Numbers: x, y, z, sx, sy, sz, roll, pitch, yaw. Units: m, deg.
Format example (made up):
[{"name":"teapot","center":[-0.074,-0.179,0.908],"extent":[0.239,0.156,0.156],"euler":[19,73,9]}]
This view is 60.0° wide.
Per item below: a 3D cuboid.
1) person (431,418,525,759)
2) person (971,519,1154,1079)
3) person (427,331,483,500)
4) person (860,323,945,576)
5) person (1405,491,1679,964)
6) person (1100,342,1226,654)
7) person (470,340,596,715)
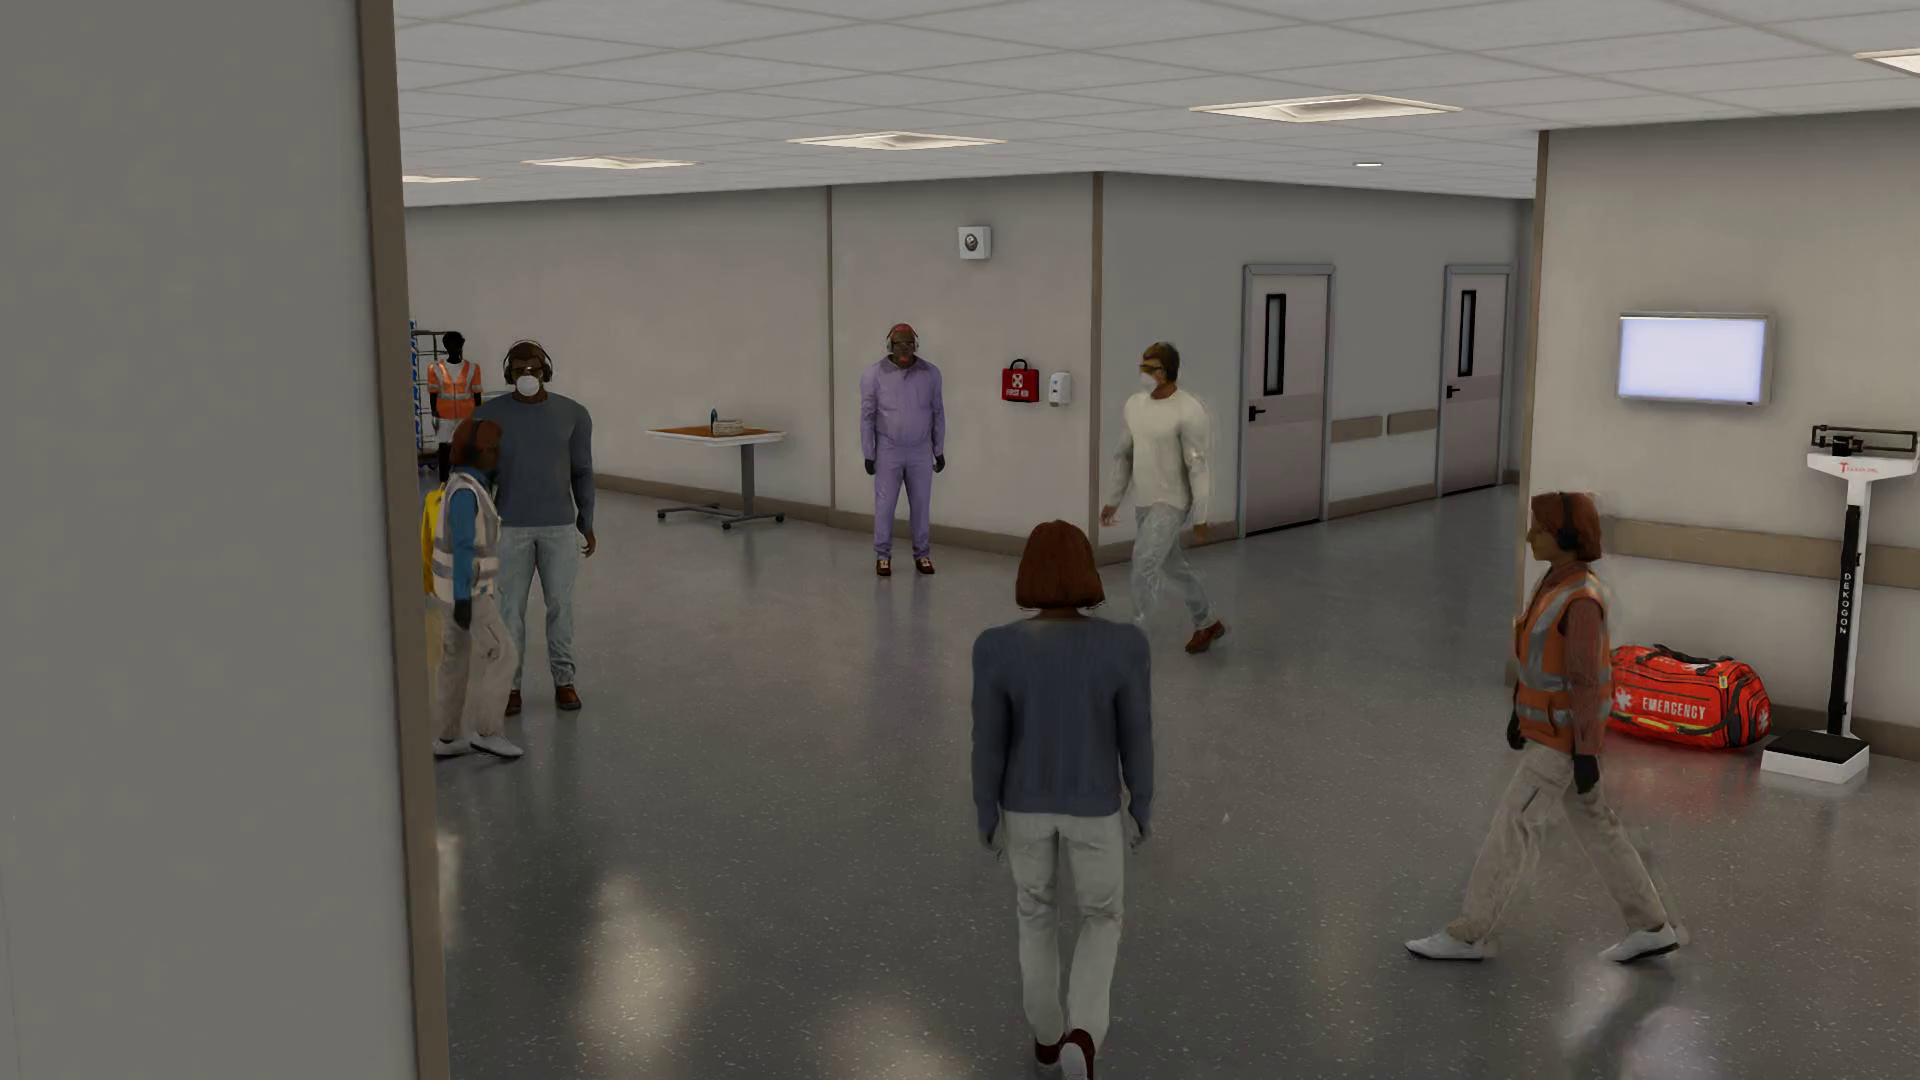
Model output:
[{"name":"person","center":[-2.243,0.240,7.725],"extent":[0.533,1.612,0.612],"euler":[-3,10,-15]},{"name":"person","center":[0.275,0.754,4.573],"extent":[0.507,1.615,0.614],"euler":[1,9,9]},{"name":"person","center":[-5.017,-1.233,16.562],"extent":[0.533,1.692,0.323],"euler":[-3,10,-17]},{"name":"person","center":[-0.420,-0.673,12.492],"extent":[0.650,1.900,0.398],"euler":[-3,10,-16]},{"name":"person","center":[1.973,0.626,5.443],"extent":[0.870,1.594,0.534],"euler":[2,9,12]},{"name":"person","center":[1.220,-0.212,9.687],"extent":[1.005,1.897,0.635],"euler":[-5,11,-29]},{"name":"person","center":[-2.205,-0.065,8.621],"extent":[0.637,1.938,0.355],"euler":[-3,10,-19]}]
